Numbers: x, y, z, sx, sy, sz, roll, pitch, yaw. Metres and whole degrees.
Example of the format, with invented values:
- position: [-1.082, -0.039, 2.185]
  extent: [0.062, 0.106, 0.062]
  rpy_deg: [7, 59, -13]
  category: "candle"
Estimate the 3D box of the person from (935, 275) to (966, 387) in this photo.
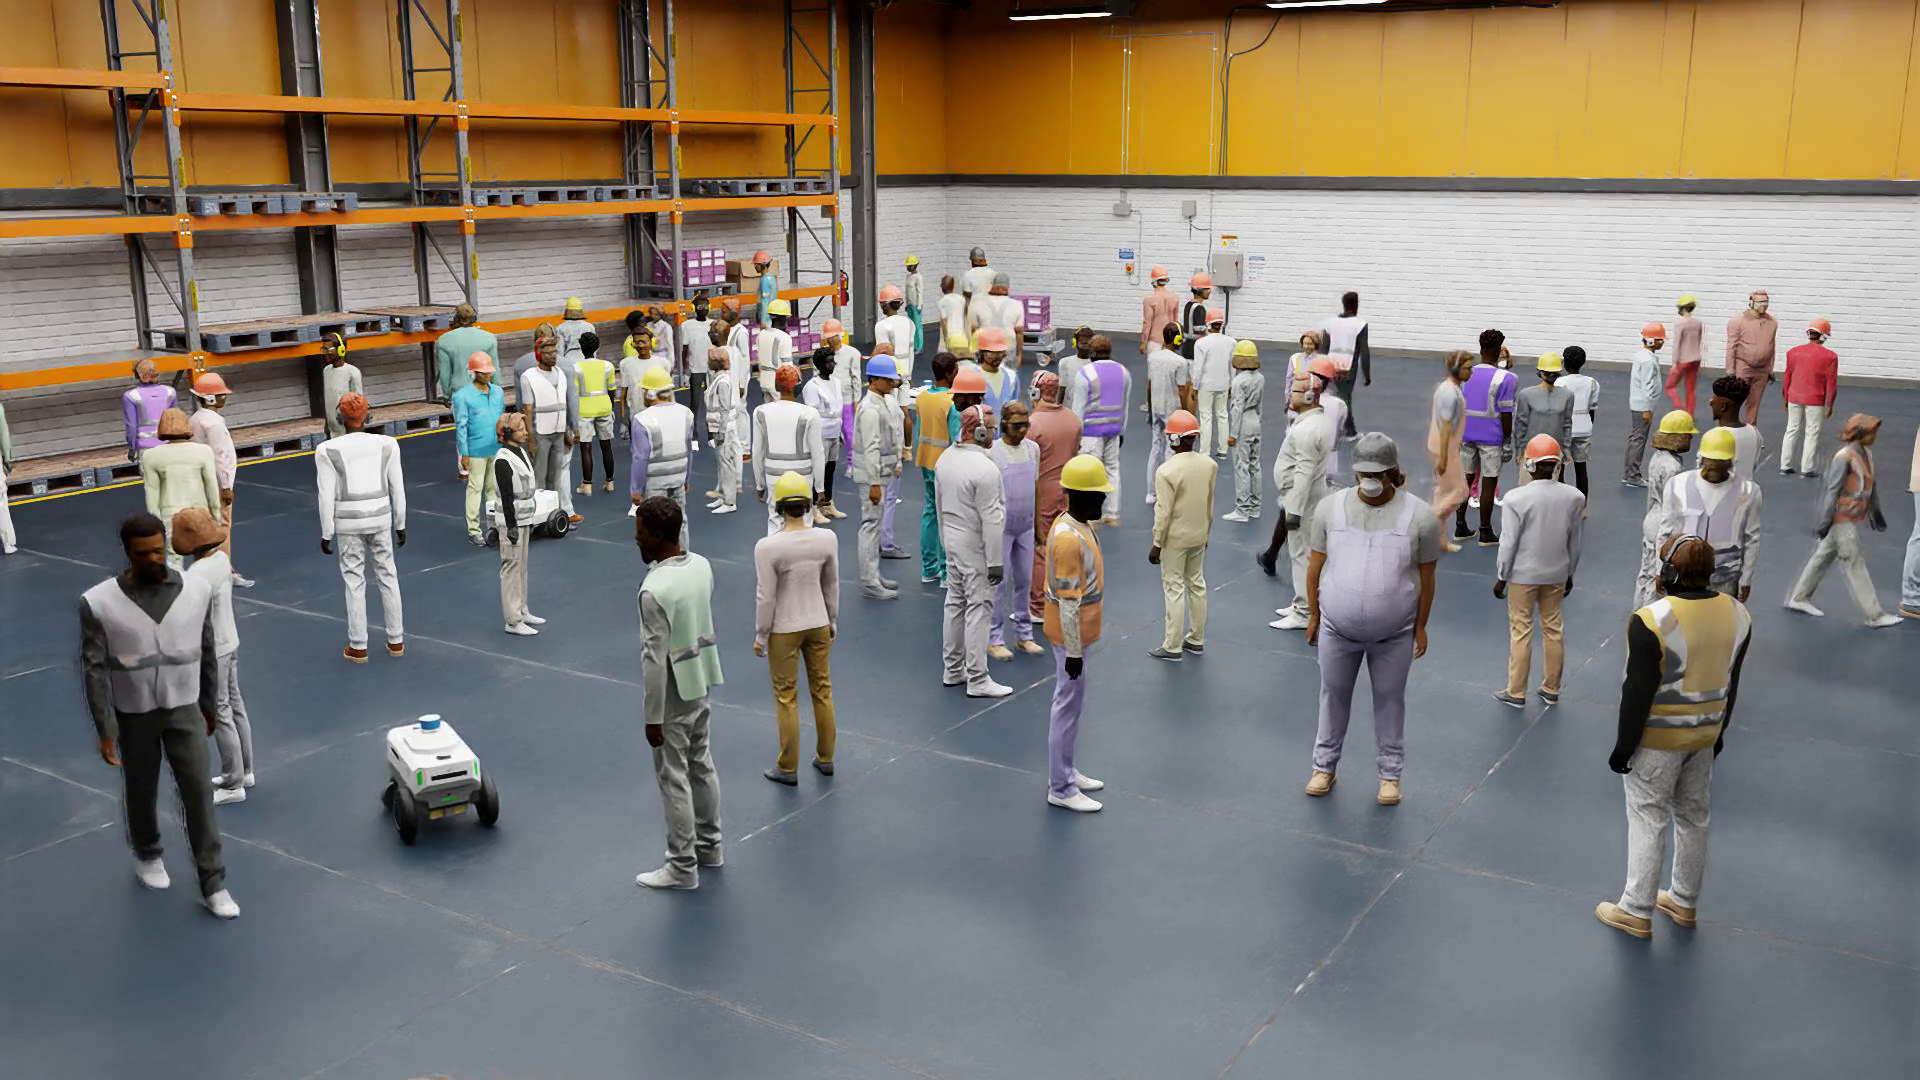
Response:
- position: [-0.076, -2.908, 23.945]
  extent: [0.503, 1.816, 0.914]
  rpy_deg: [-9, 16, -35]
  category: "person"

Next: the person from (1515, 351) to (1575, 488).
- position: [5.229, -0.808, 14.913]
  extent: [0.526, 1.768, 0.314]
  rpy_deg: [-1, 13, -3]
  category: "person"

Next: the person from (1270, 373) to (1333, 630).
- position: [2.527, -0.290, 12.349]
  extent: [0.407, 1.913, 0.641]
  rpy_deg: [5, 14, 19]
  category: "person"

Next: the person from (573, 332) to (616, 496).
- position: [-3.807, -1.305, 17.220]
  extent: [0.540, 1.696, 0.316]
  rpy_deg: [-9, 16, -36]
  category: "person"

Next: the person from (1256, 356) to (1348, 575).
- position: [2.846, -0.569, 13.629]
  extent: [0.544, 1.873, 0.970]
  rpy_deg: [-3, 13, -13]
  category: "person"

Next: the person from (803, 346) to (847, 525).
- position: [-1.288, -1.002, 15.906]
  extent: [0.318, 1.697, 0.535]
  rpy_deg: [7, 15, 27]
  category: "person"

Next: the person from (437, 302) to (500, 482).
- position: [-5.269, -1.586, 17.910]
  extent: [0.631, 1.940, 0.372]
  rpy_deg: [-4, 14, -17]
  category: "person"

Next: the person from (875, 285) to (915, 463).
- position: [-0.776, -1.857, 18.854]
  extent: [0.393, 2.041, 0.614]
  rpy_deg: [10, 16, 37]
  category: "person"

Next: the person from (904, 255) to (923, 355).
- position: [-0.833, -4.163, 29.491]
  extent: [0.338, 1.761, 0.524]
  rpy_deg: [-7, 15, -29]
  category: "person"

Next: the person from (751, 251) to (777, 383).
- position: [-3.030, -3.462, 25.845]
  extent: [0.405, 2.034, 0.608]
  rpy_deg: [0, 13, 1]
  category: "person"

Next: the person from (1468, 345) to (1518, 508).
- position: [5.332, -1.137, 16.629]
  extent: [0.500, 1.633, 0.286]
  rpy_deg: [-3, 13, -13]
  category: "person"

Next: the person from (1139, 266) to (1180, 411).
- position: [2.734, -2.761, 22.881]
  extent: [0.610, 1.996, 0.379]
  rpy_deg: [-8, 15, -32]
  category: "person"

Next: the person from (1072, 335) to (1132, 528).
- position: [1.312, -1.010, 15.664]
  extent: [0.634, 1.832, 0.430]
  rpy_deg: [-9, 16, -33]
  category: "person"

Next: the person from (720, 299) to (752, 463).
- position: [-2.583, -1.815, 19.022]
  extent: [0.348, 1.882, 0.584]
  rpy_deg: [-7, 15, -27]
  category: "person"

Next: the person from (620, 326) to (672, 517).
- position: [-3.049, -1.155, 16.194]
  extent: [0.532, 1.869, 0.311]
  rpy_deg: [-2, 13, -9]
  category: "person"

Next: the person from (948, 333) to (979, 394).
- position: [-0.007, -1.249, 16.943]
  extent: [0.479, 1.703, 0.816]
  rpy_deg: [-2, 13, -7]
  category: "person"

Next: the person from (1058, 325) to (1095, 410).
- position: [1.191, -1.161, 16.217]
  extent: [0.510, 1.872, 0.329]
  rpy_deg: [-3, 13, -14]
  category: "person"

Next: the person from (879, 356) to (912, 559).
- position: [-0.609, -0.722, 14.529]
  extent: [0.302, 1.772, 0.533]
  rpy_deg: [-4, 14, -18]
  category: "person"

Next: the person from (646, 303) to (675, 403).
- position: [-3.879, -2.254, 21.510]
  extent: [0.539, 1.634, 0.342]
  rpy_deg: [11, 17, 39]
  category: "person"

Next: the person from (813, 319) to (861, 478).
- position: [-1.358, -1.553, 18.210]
  extent: [0.573, 1.738, 0.352]
  rpy_deg: [4, 14, 18]
  category: "person"

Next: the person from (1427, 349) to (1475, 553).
- position: [4.299, -0.767, 14.596]
  extent: [0.405, 1.830, 0.518]
  rpy_deg: [2, 13, 8]
  category: "person"

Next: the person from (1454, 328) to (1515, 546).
- position: [4.719, -0.926, 15.011]
  extent: [0.376, 1.958, 0.603]
  rpy_deg: [-10, 16, -37]
  category: "person"

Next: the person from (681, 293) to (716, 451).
- position: [-3.067, -2.005, 19.868]
  extent: [0.514, 1.876, 0.328]
  rpy_deg: [-6, 14, -25]
  category: "person"

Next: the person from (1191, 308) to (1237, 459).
- position: [2.915, -1.795, 19.220]
  extent: [0.575, 1.749, 0.335]
  rpy_deg: [-6, 14, -23]
  category: "person"

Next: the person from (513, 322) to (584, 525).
- position: [-3.877, -1.084, 15.730]
  extent: [0.636, 1.938, 0.358]
  rpy_deg: [3, 13, 15]
  category: "person"

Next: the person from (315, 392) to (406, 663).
- position: [-4.134, -0.087, 11.527]
  extent: [0.584, 1.882, 0.339]
  rpy_deg: [-9, 16, -34]
  category: "person"

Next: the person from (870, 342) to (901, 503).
- position: [-0.775, -1.189, 16.857]
  extent: [0.265, 1.632, 0.507]
  rpy_deg: [-4, 14, -17]
  category: "person"

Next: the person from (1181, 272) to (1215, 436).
- position: [2.984, -2.331, 20.911]
  extent: [0.394, 2.044, 0.609]
  rpy_deg: [-2, 13, -7]
  category: "person"

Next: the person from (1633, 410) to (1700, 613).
- position: [4.947, -0.044, 11.650]
  extent: [0.295, 1.743, 0.493]
  rpy_deg: [2, 13, 8]
  category: "person"

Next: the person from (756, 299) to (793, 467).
- position: [-2.019, -1.700, 18.448]
  extent: [0.396, 1.920, 0.587]
  rpy_deg: [-11, 17, -39]
  category: "person"

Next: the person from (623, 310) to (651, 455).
- position: [-3.784, -1.855, 19.602]
  extent: [0.318, 1.700, 0.534]
  rpy_deg: [1, 13, 5]
  category: "person"

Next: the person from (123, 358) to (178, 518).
- position: [-7.470, -0.865, 15.432]
  extent: [0.315, 1.641, 0.515]
  rpy_deg: [9, 16, 35]
  category: "person"

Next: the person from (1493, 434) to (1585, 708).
- position: [3.656, 0.195, 10.590]
  extent: [0.564, 1.751, 0.342]
  rpy_deg: [-3, 13, -11]
  category: "person"

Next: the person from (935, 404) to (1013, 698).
- position: [0.105, 0.066, 10.814]
  extent: [0.402, 1.906, 0.652]
  rpy_deg: [-8, 15, -30]
  category: "person"

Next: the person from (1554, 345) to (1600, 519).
- position: [5.879, -1.026, 16.032]
  extent: [0.532, 1.691, 0.321]
  rpy_deg: [-3, 13, -12]
  category: "person"

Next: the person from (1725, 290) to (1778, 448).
- position: [9.491, -2.040, 19.948]
  extent: [0.636, 1.911, 0.405]
  rpy_deg: [-2, 13, -9]
  category: "person"

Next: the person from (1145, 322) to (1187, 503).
- position: [2.076, -1.254, 16.660]
  extent: [0.335, 1.855, 0.532]
  rpy_deg: [-11, 17, -40]
  category: "person"

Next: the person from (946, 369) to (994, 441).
- position: [0.075, -0.305, 12.351]
  extent: [0.360, 1.939, 0.543]
  rpy_deg: [-1, 13, -5]
  category: "person"
